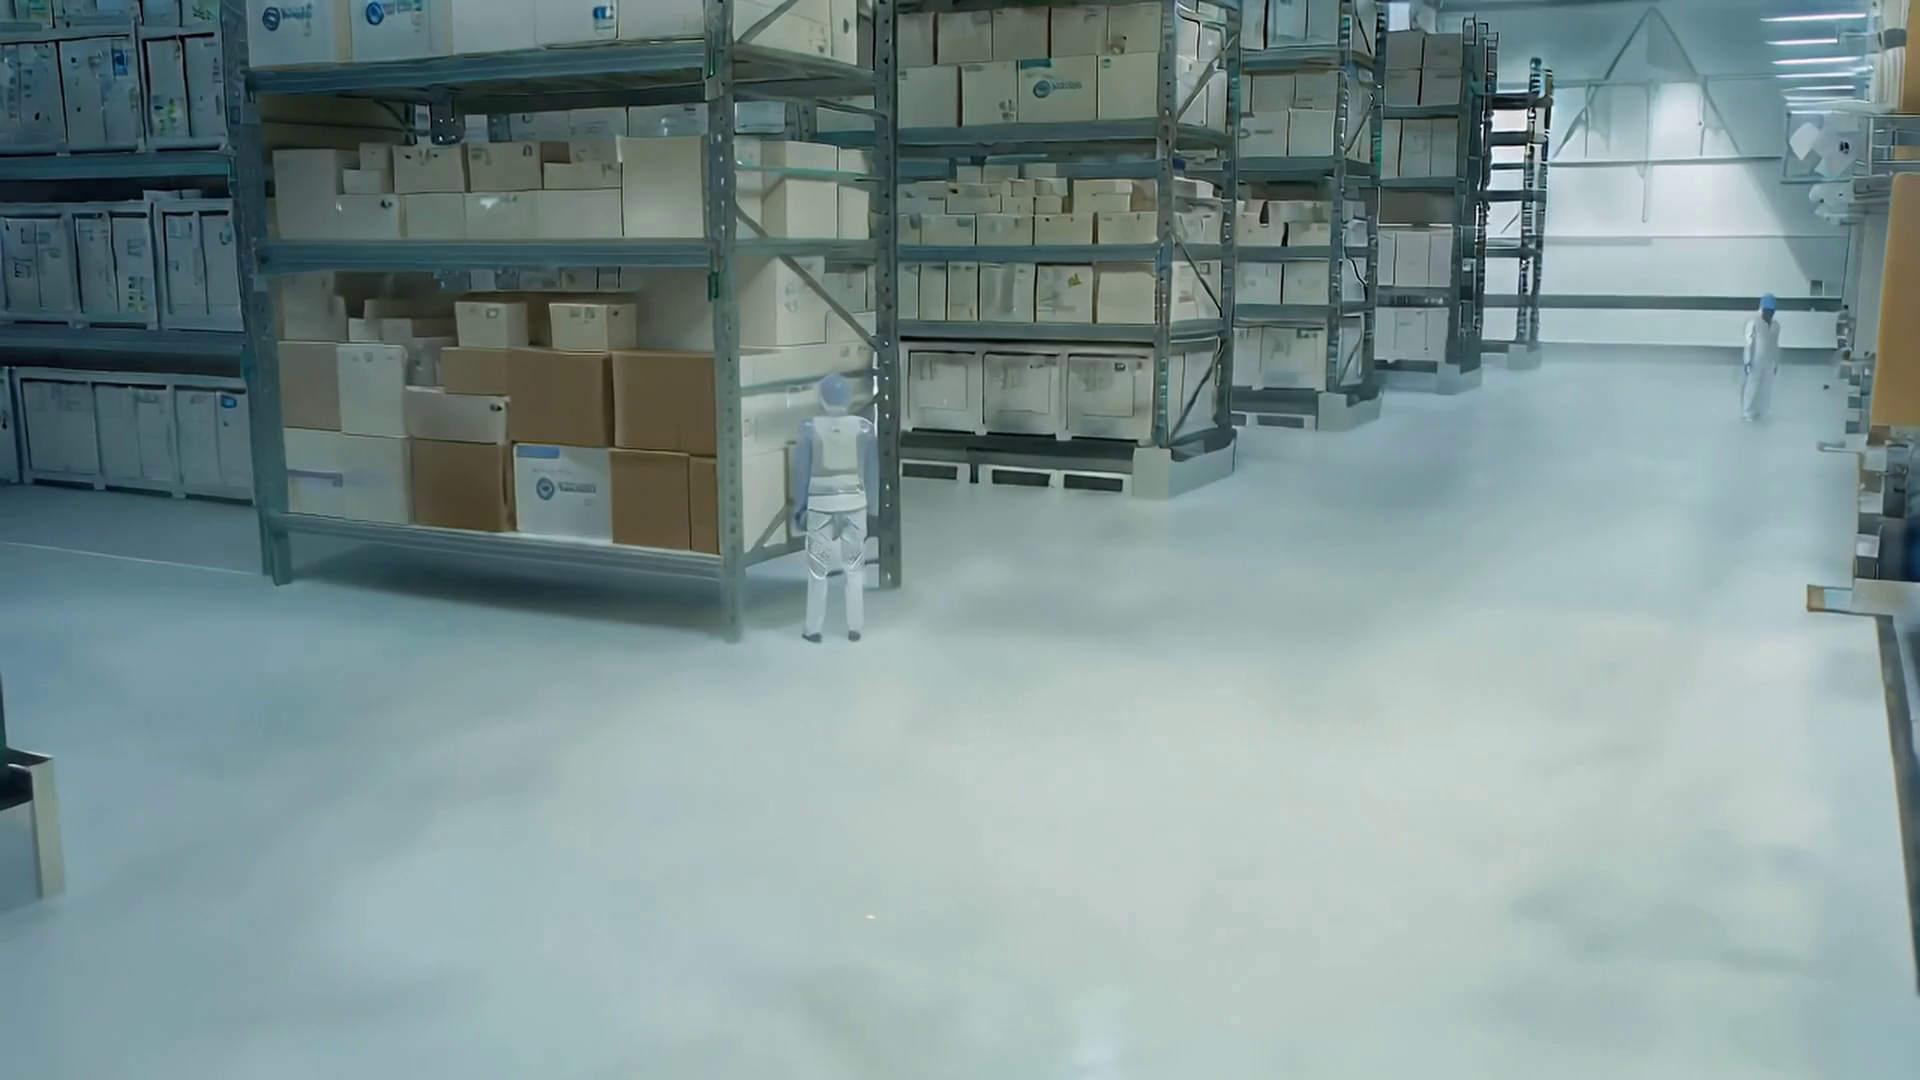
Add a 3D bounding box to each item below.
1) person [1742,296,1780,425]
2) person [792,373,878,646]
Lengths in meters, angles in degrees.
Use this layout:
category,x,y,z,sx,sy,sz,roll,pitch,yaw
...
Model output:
category,x,y,z,sx,sy,sz,roll,pitch,yaw
person,10.942,-2.452,22.694,0.562,1.753,0.322,-4,10,-20
person,-0.736,-0.180,9.904,0.522,1.630,0.324,-3,10,-19
